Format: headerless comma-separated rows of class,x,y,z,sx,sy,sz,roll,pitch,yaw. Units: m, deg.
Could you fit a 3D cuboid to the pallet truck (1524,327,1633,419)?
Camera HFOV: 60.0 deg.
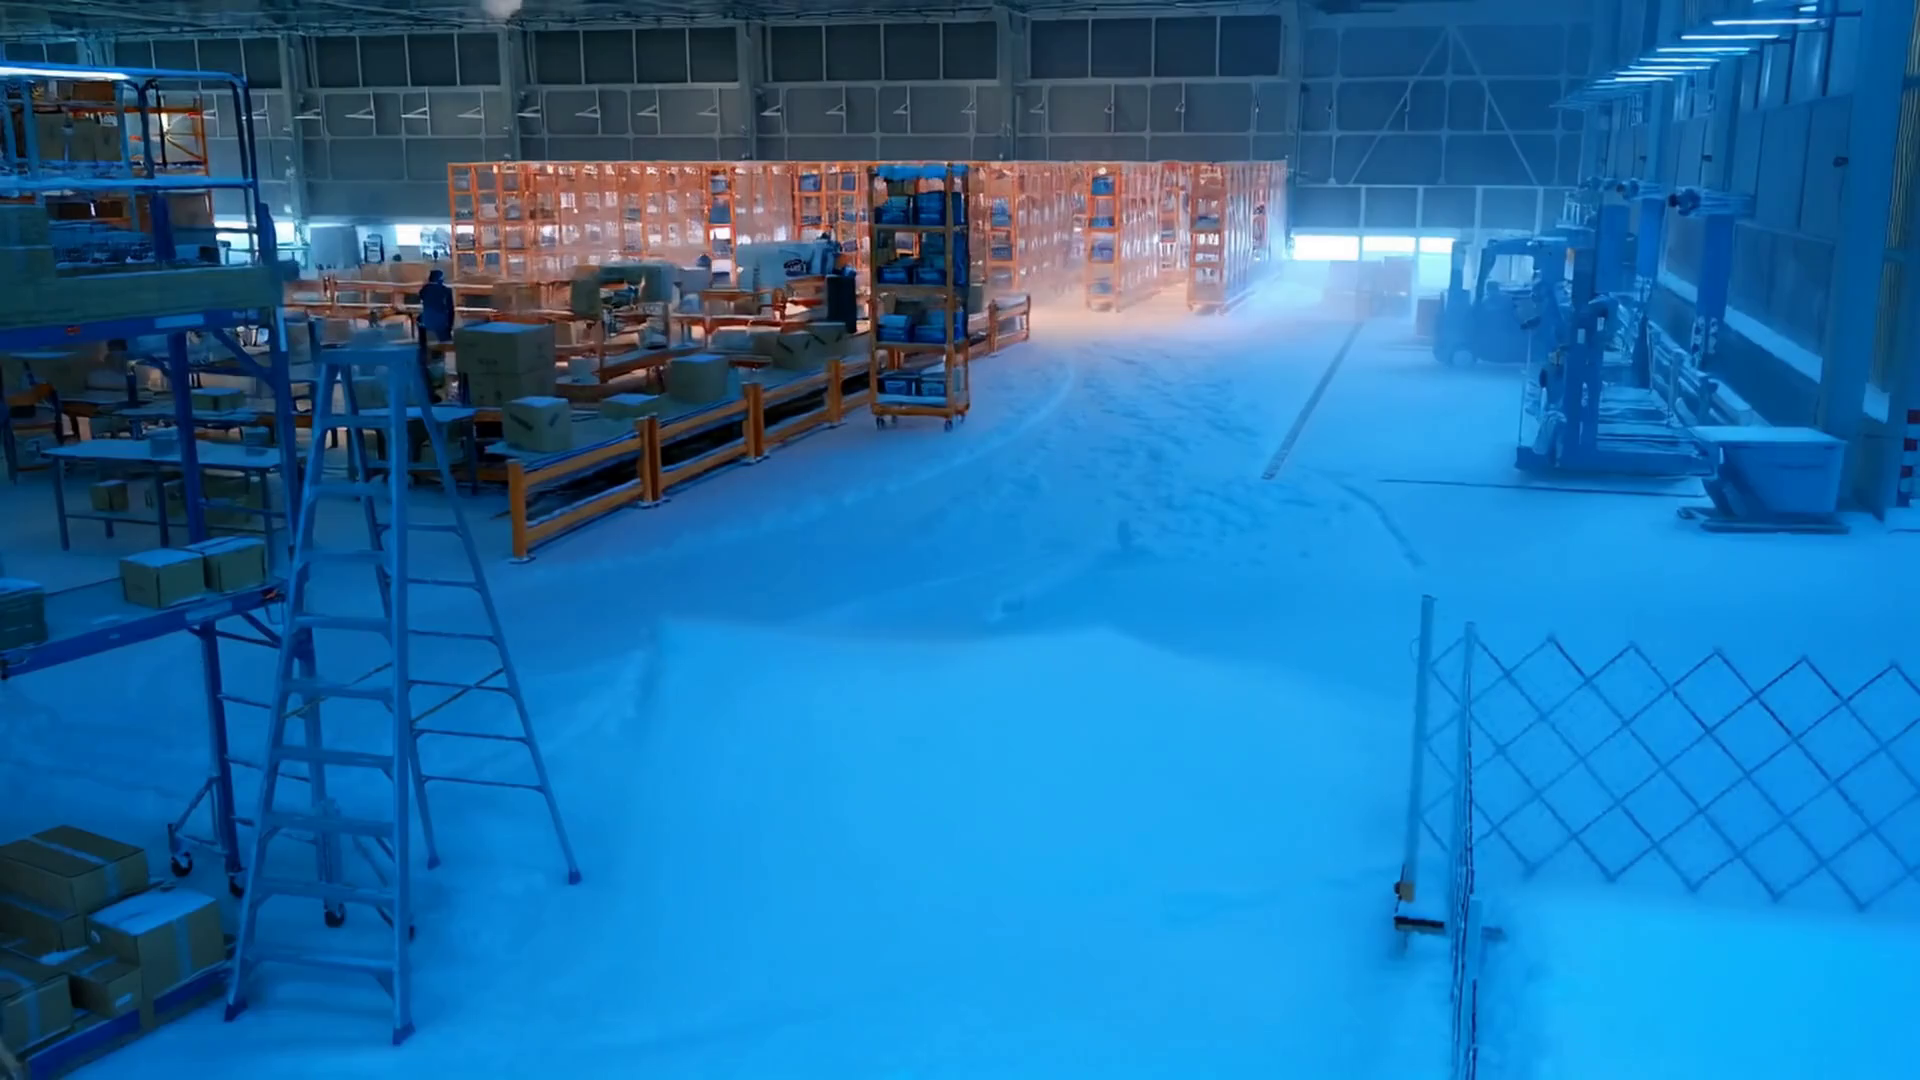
pallet truck,9.065,-2.460,24.370,1.522,1.261,0.704,3,13,14

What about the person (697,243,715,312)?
person,-5.920,-6.097,39.060,0.631,1.743,0.560,5,14,21

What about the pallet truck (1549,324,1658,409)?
pallet truck,9.824,-2.669,25.407,1.601,1.201,0.680,4,14,16

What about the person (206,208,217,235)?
person,-29.644,-12.244,65.714,0.586,1.699,0.884,-3,13,-13

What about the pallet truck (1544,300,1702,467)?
pallet truck,8.263,-1.952,20.631,1.885,1.965,0.823,5,14,20

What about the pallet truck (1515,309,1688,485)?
pallet truck,7.554,-1.677,19.446,1.885,1.965,0.823,3,13,14

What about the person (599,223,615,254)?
person,-11.505,-9.614,54.196,0.607,1.777,0.952,1,13,6

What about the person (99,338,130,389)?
person,-12.301,-2.785,24.148,0.404,2.035,0.609,2,13,10

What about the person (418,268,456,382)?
person,-8.797,-3.628,28.108,0.644,1.899,0.396,4,14,16

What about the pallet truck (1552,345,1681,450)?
pallet truck,8.641,-1.896,21.908,1.630,1.274,0.653,4,14,16

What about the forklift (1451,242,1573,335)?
forklift,10.464,-4.597,31.405,2.680,1.987,1.157,4,14,16

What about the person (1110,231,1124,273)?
person,4.605,-8.052,47.404,0.964,1.795,0.567,5,14,19

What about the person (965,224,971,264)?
person,0.210,-9.277,52.364,0.448,1.967,0.663,2,13,9

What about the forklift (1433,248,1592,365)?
forklift,9.780,-4.111,29.280,2.680,1.987,1.157,3,13,14
